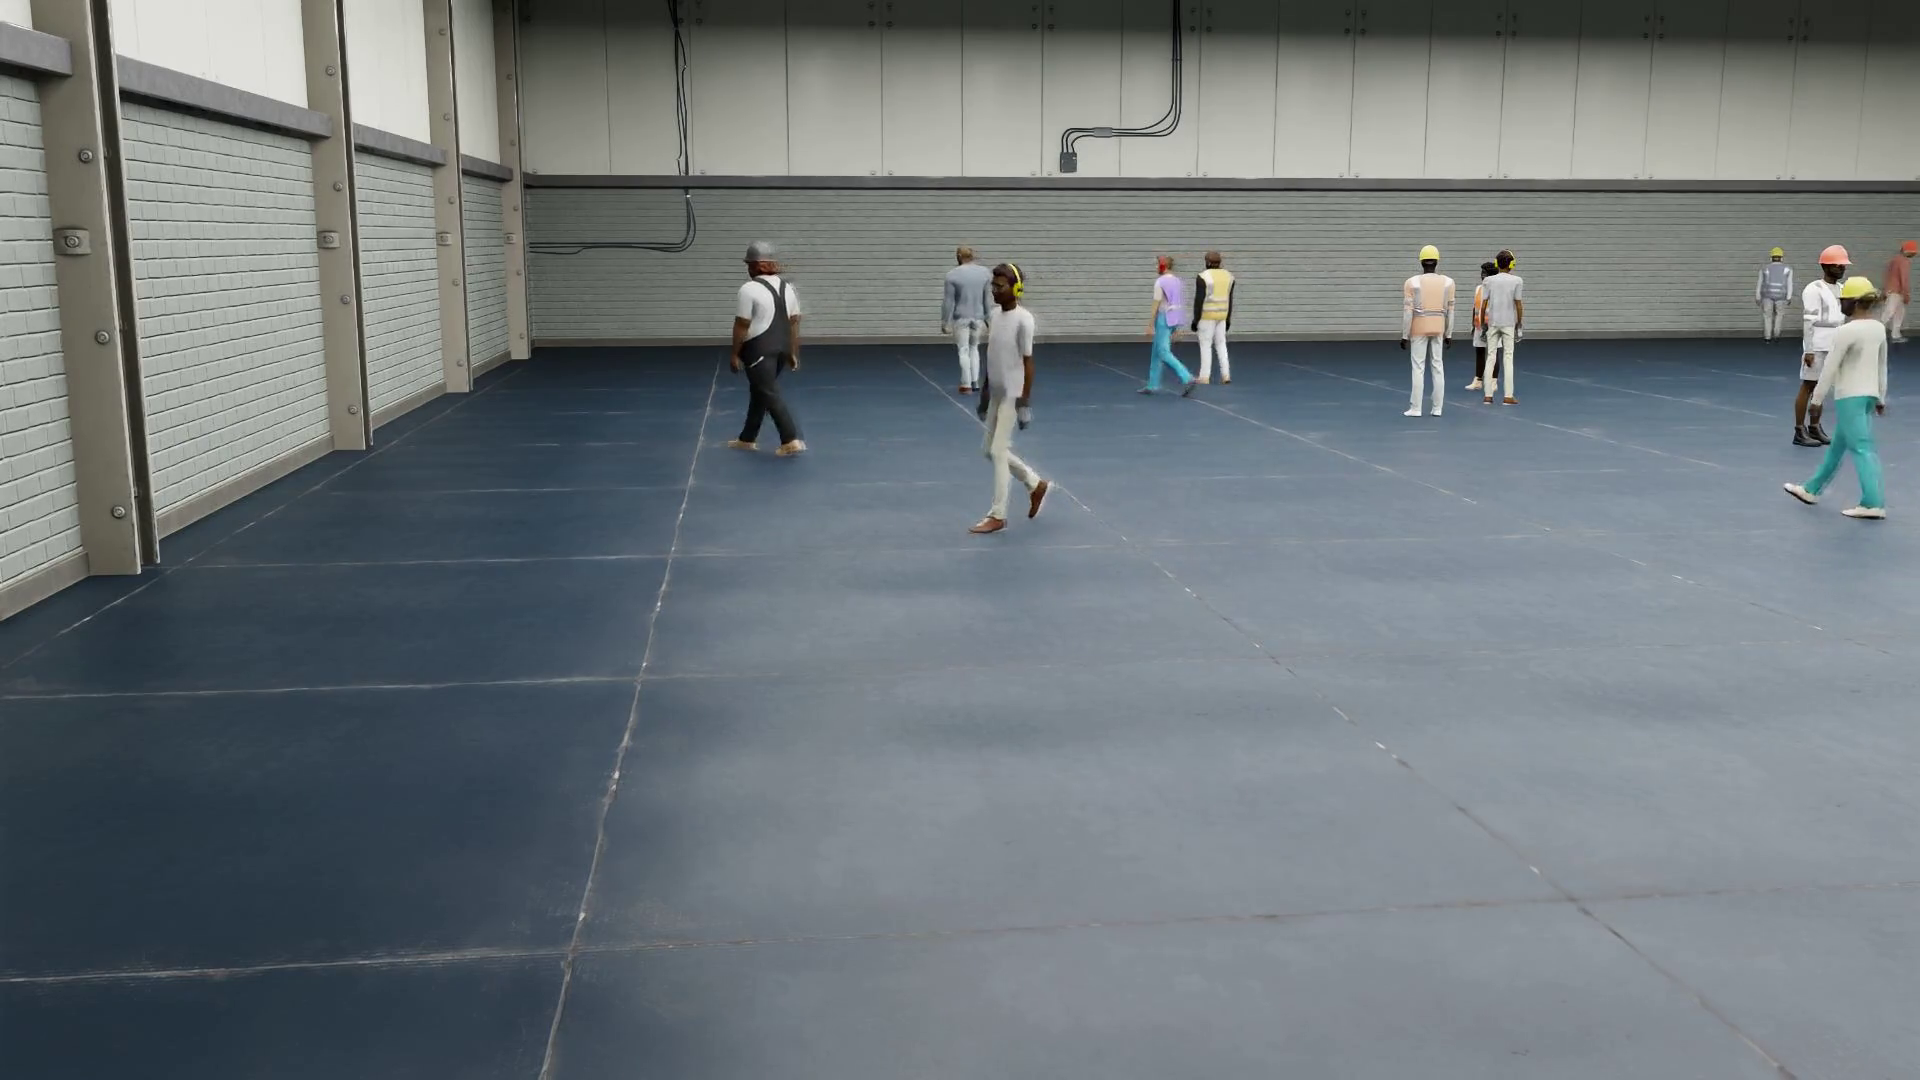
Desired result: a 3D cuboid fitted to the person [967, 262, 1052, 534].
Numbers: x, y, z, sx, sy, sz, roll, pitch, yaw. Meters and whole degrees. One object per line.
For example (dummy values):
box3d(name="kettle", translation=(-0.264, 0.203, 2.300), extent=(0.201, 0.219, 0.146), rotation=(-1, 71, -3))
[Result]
box3d(name="person", translation=(0.336, -0.984, 11.484), extent=(0.698, 1.851, 0.562), rotation=(-5, 12, -26))

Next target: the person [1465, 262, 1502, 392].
box3d(name="person", translation=(6.908, -2.785, 21.786), extent=(0.321, 1.695, 0.529), rotation=(-6, 12, -30))

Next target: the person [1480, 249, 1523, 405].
box3d(name="person", translation=(6.558, -2.572, 20.137), extent=(0.518, 1.874, 0.329), rotation=(7, 12, 33))

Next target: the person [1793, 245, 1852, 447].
box3d(name="person", translation=(8.377, -1.872, 16.115), extent=(0.543, 1.939, 0.370), rotation=(-6, 12, -29))

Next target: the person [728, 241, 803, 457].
box3d(name="person", translation=(-1.803, -1.801, 15.444), extent=(1.047, 2.000, 0.691), rotation=(7, 12, 33))

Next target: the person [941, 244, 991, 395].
box3d(name="person", translation=(0.050, -2.833, 21.399), extent=(0.662, 1.927, 0.519), rotation=(-5, 12, -26))

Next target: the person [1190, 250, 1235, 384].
box3d(name="person", translation=(3.474, -3.068, 22.960), extent=(0.638, 1.845, 0.429), rotation=(-6, 12, -31))

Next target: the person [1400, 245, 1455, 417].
box3d(name="person", translation=(5.244, -2.338, 18.705), extent=(0.594, 1.922, 0.376), rotation=(-1, 10, -7))

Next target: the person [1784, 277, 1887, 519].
box3d(name="person", translation=(6.417, -1.046, 12.145), extent=(0.551, 1.721, 0.868), rotation=(-6, 12, -30))

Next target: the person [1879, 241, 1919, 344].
box3d(name="person", translation=(17.712, -4.672, 31.433), extent=(0.798, 1.941, 0.639), rotation=(4, 11, 19))

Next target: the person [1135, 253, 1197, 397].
box3d(name="person", translation=(2.644, -2.728, 21.137), extent=(0.838, 1.818, 0.570), rotation=(5, 12, 27))

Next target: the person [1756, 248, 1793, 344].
box3d(name="person", translation=(15.503, -4.648, 31.712), extent=(0.620, 1.796, 0.823), rotation=(4, 11, 21))
